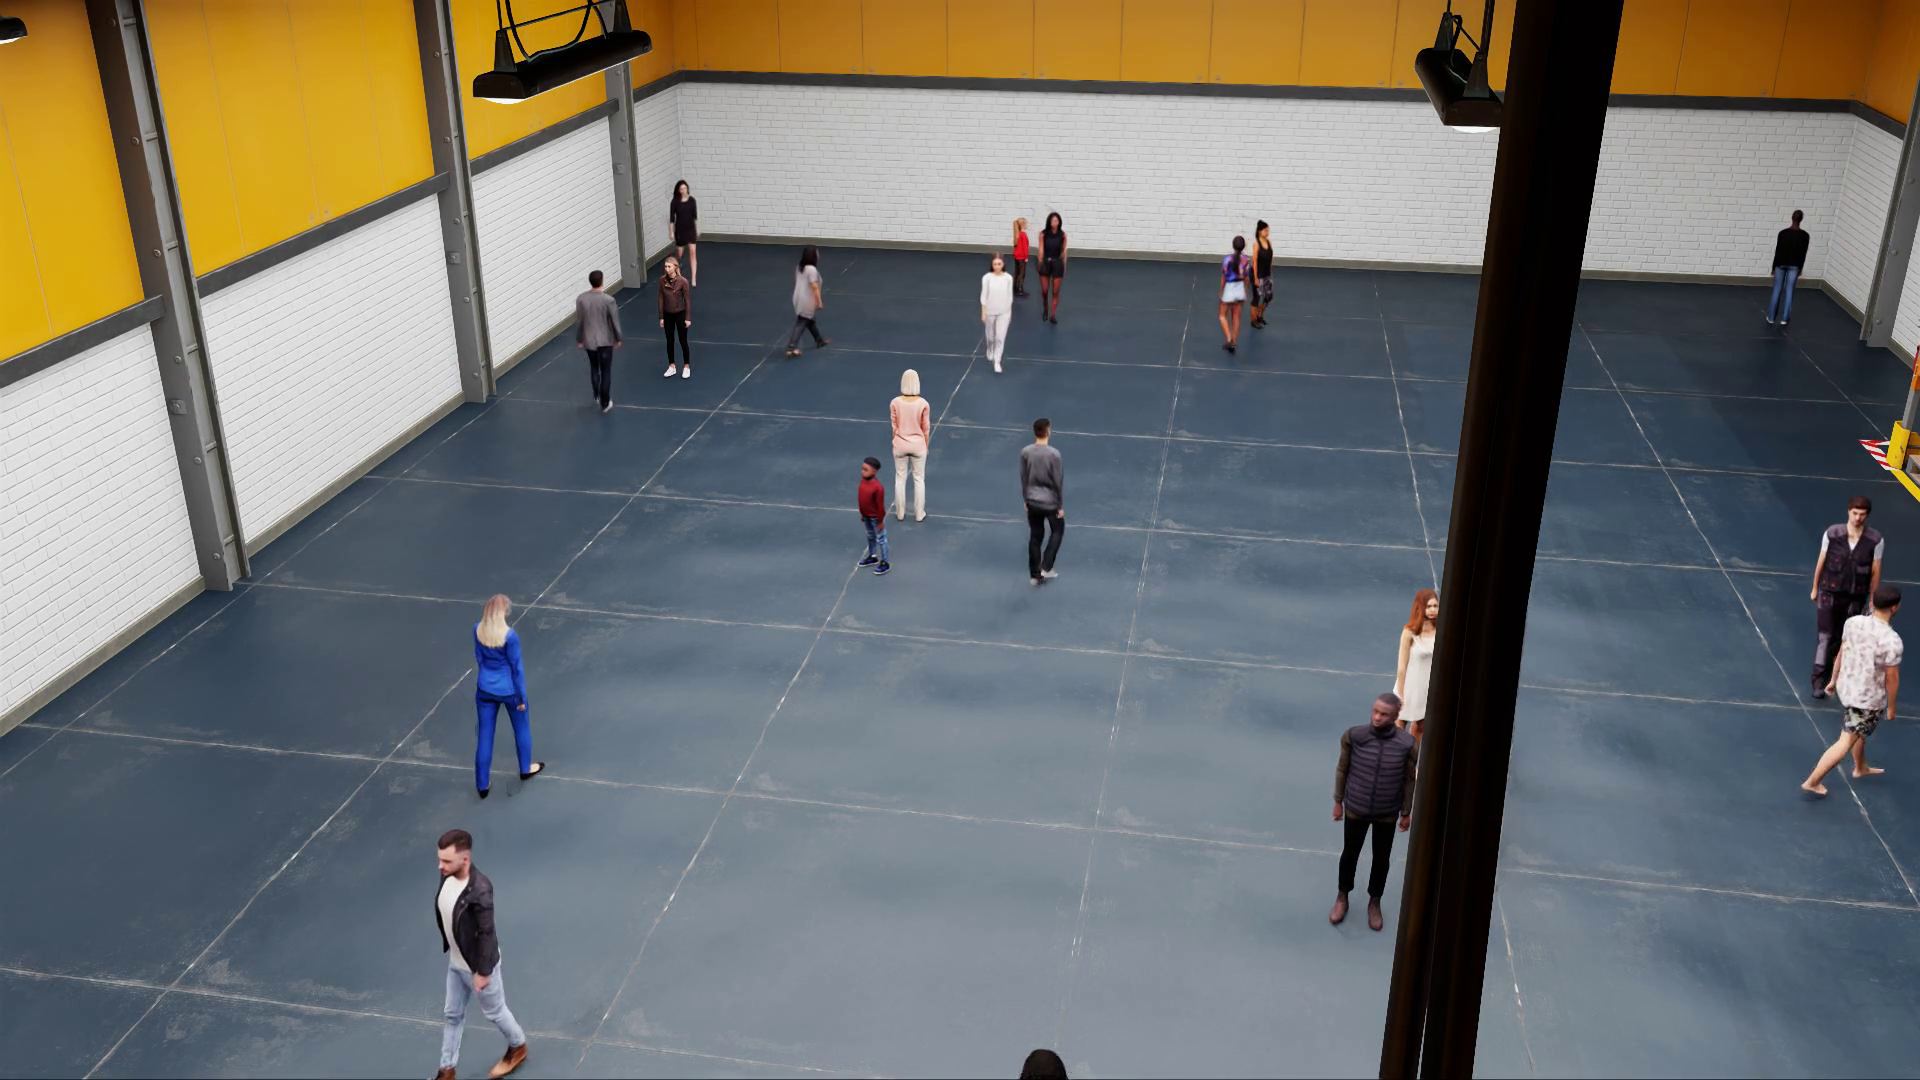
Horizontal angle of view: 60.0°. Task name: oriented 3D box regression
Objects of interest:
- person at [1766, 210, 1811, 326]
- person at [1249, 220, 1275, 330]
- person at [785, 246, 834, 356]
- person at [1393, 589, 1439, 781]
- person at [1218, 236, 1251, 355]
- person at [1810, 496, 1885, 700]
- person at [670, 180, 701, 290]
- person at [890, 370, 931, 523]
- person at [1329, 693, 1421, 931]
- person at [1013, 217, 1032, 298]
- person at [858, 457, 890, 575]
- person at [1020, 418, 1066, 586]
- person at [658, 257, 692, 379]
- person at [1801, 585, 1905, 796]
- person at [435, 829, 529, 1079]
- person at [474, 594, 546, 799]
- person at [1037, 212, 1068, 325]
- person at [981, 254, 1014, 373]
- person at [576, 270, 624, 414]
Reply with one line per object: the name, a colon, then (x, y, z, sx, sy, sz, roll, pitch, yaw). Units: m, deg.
person: (12.719, -4.198, 25.550, 0.649, 1.748, 0.620, 10, 26, 22)
person: (4.522, -4.058, 25.335, 0.685, 1.664, 0.768, -20, 31, -38)
person: (-2.295, -3.427, 24.023, 1.098, 1.559, 1.064, -14, 27, -30)
person: (3.644, 1.172, 13.311, 0.644, 1.712, 0.671, -8, 25, -18)
person: (3.970, -3.506, 23.989, 0.698, 1.730, 0.735, -5, 24, -10)
person: (7.881, 0.455, 14.835, 0.847, 1.805, 1.244, 10, 25, 21)
person: (-4.553, -5.074, 27.524, 0.930, 1.774, 1.086, -9, 25, -20)
person: (-0.557, -1.046, 18.368, 0.611, 1.725, 0.552, 1, 24, 2)
person: (2.874, 1.863, 11.577, 0.713, 1.835, 0.599, 7, 25, 15)
person: (0.991, -4.618, 27.094, 0.633, 1.281, 0.550, -10, 25, -21)
person: (-0.887, -0.272, 17.190, 0.639, 1.251, 0.587, -18, 29, -35)
person: (0.804, -0.348, 16.741, 0.709, 1.750, 0.691, 11, 26, 23)
person: (-3.948, -3.099, 23.092, 0.609, 1.703, 0.492, 5, 24, 11)
person: (7.053, 1.217, 13.116, 1.061, 1.785, 1.171, -7, 25, -15)
person: (-2.888, 2.518, 10.106, 0.973, 1.812, 1.097, 21, 31, 39)
person: (-3.688, 1.251, 13.181, 0.730, 1.672, 0.900, 6, 24, 15)
person: (1.395, -4.188, 25.554, 0.668, 1.727, 0.671, -2, 24, -4)
person: (0.519, -3.220, 23.405, 0.728, 1.674, 0.907, -1, 24, -2)
person: (-4.728, -2.555, 21.662, 0.758, 1.853, 0.810, 2, 24, 4)
